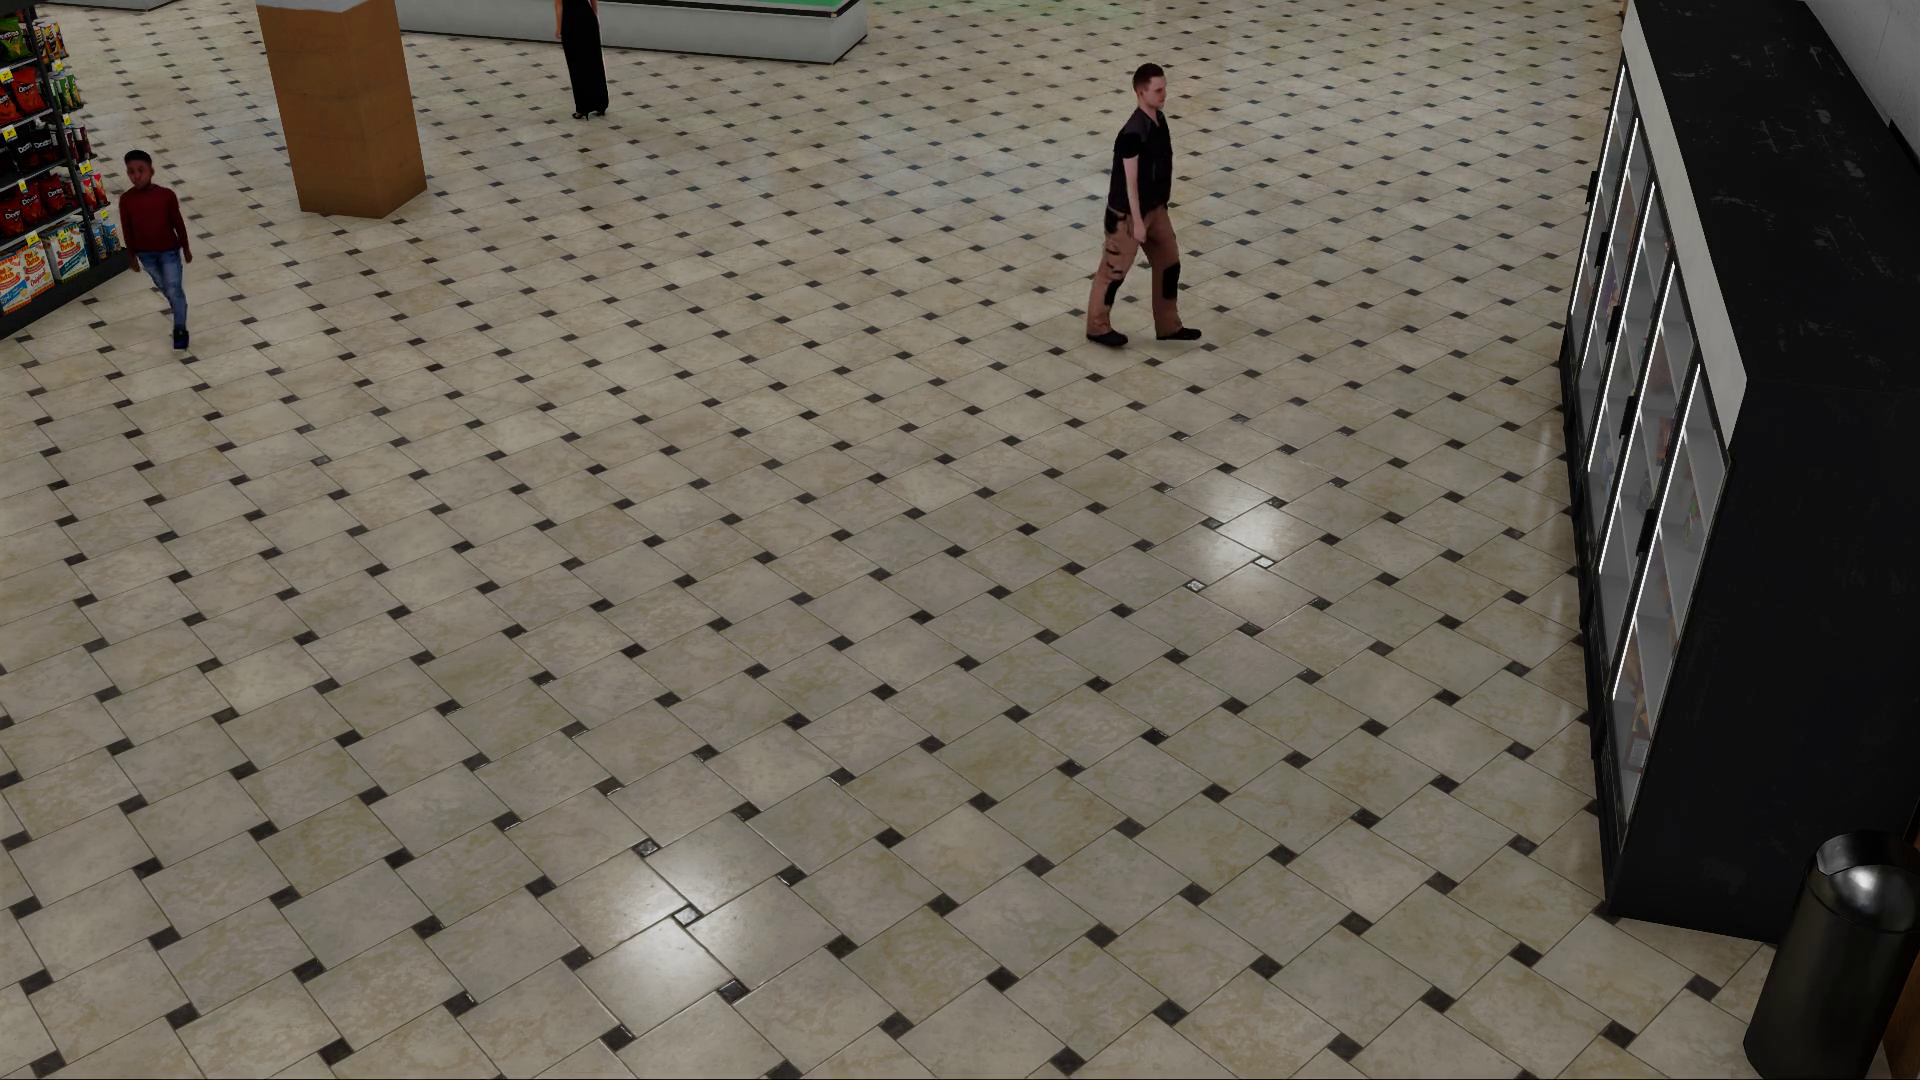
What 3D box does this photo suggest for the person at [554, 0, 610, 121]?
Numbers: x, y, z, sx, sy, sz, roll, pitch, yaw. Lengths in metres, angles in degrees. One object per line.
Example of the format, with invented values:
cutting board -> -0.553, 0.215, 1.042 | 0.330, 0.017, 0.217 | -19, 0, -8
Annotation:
person -> -3.304, -4.458, 14.406 | 0.666, 1.604, 0.686 | -26, 40, -35

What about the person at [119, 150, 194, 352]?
person -> -5.113, -1.884, 10.619 | 0.893, 1.234, 0.807 | -6, 32, -10

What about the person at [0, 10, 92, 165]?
person -> -7.264, -3.592, 12.950 | 1.151, 1.672, 0.743 | 15, 35, 23

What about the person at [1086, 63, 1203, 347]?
person -> 1.015, -2.069, 10.367 | 1.024, 1.814, 0.838 | 17, 36, 25
